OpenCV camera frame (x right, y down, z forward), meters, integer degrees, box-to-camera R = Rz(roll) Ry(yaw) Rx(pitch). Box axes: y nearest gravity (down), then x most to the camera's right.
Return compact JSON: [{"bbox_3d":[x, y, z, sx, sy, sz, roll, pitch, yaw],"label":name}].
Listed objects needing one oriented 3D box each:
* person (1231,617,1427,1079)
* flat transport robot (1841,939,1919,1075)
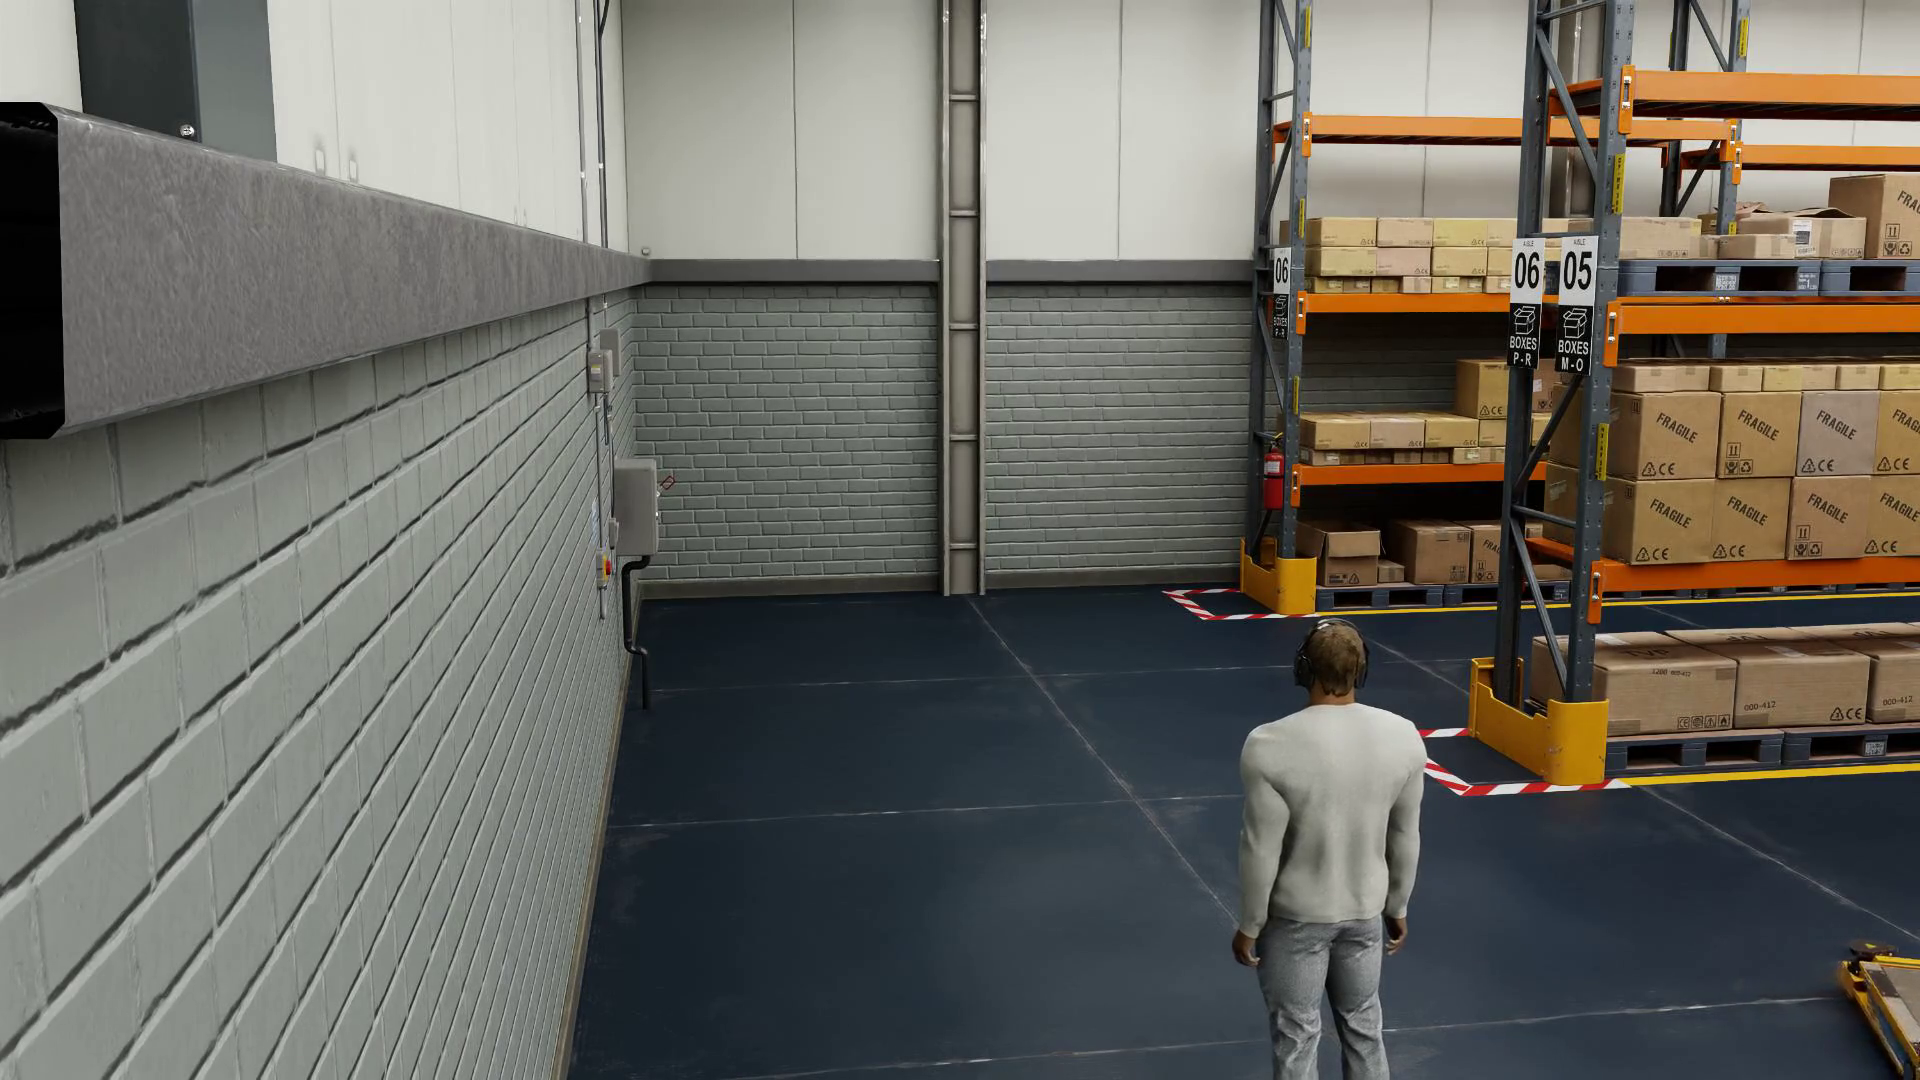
[{"bbox_3d":[1.176,1.205,5.378,0.638,1.938,0.357,-3,10,-15],"label":"person"},{"bbox_3d":[3.855,1.890,6.280,0.652,0.197,1.431,3,10,16],"label":"flat transport robot"}]
